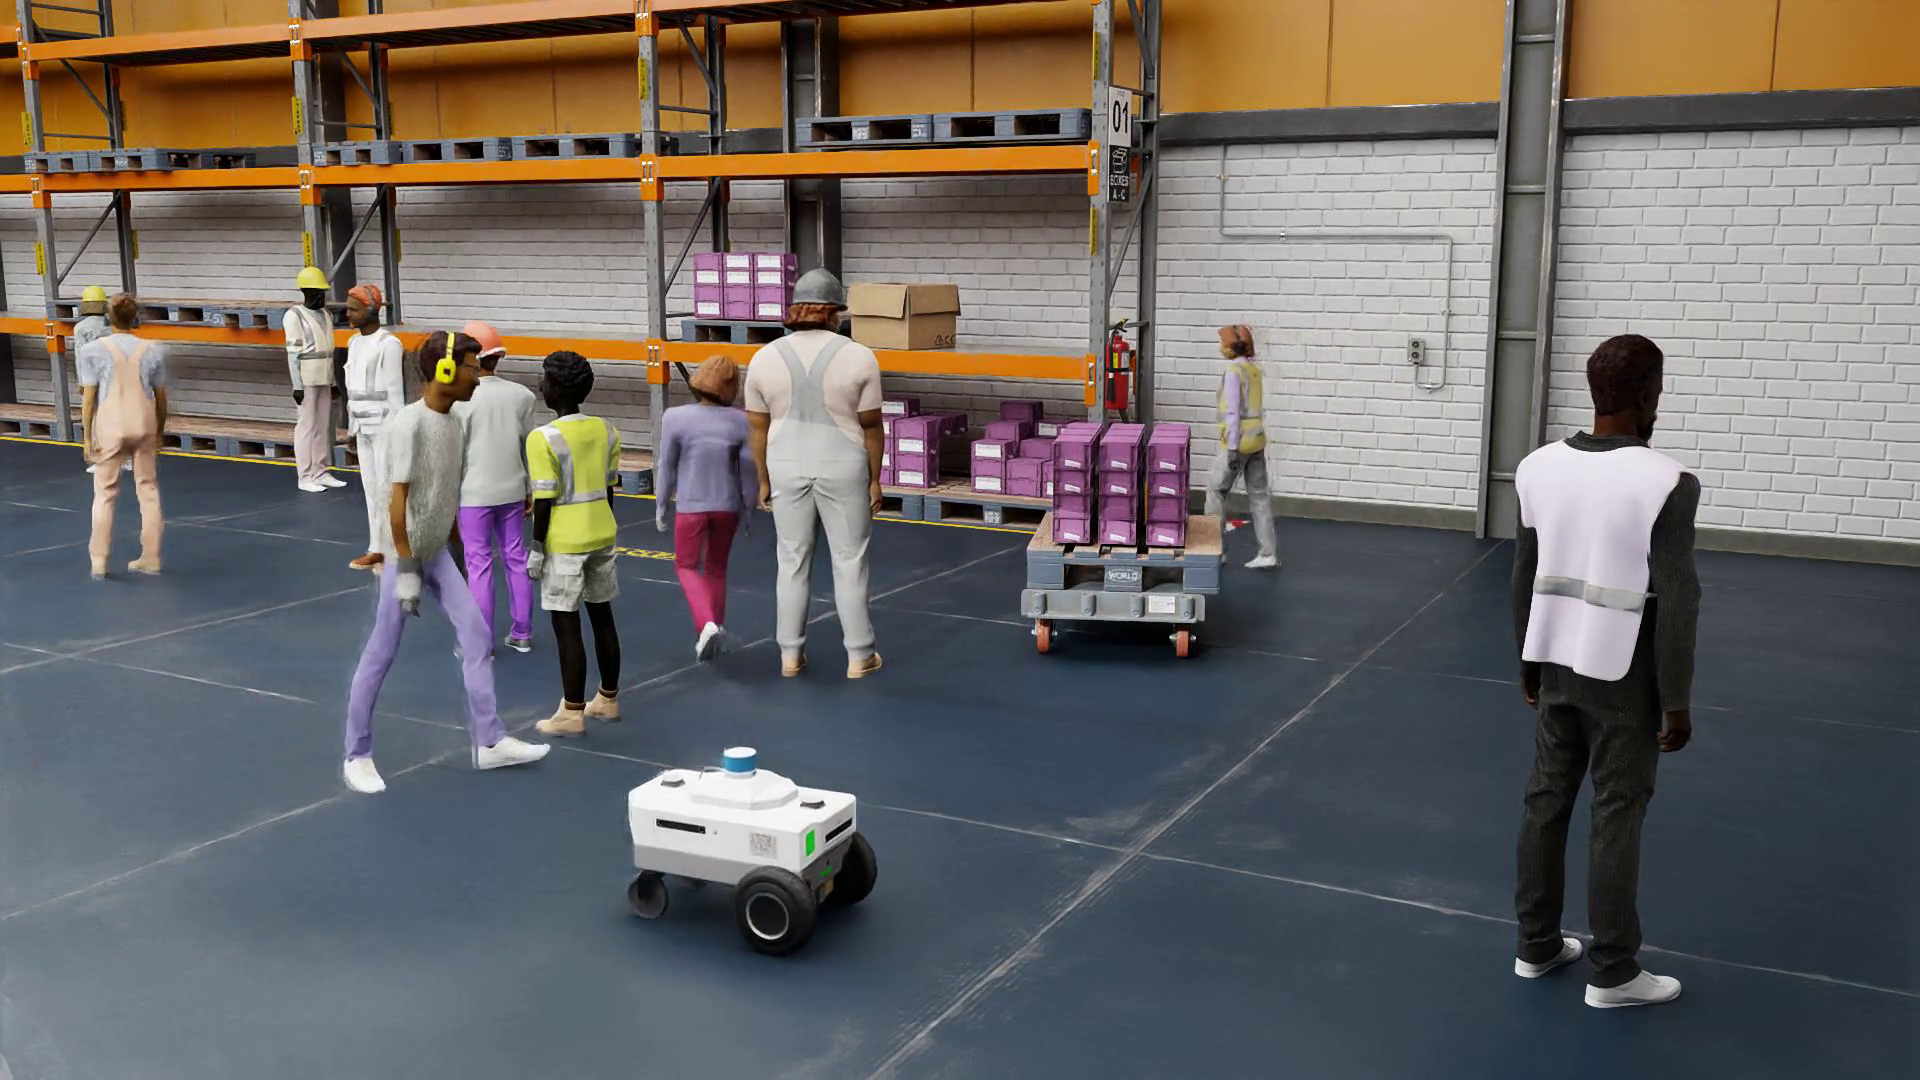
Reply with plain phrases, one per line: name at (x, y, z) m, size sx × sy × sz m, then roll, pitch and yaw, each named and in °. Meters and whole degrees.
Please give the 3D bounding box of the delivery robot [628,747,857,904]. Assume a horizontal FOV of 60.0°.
delivery robot at (-0.699, 0.907, 5.317) m, size 0.707 × 0.478 × 0.477 m, roll 5°, pitch 11°, yaw 23°

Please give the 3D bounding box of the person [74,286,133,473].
person at (-7.981, -1.492, 15.495) m, size 0.325 × 1.736 × 0.486 m, roll 8°, pitch 13°, yaw 36°

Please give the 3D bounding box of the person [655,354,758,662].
person at (-1.283, -0.146, 8.478) m, size 0.525 × 1.597 × 0.589 m, roll -4°, pitch 11°, yaw -19°

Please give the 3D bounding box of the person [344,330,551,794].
person at (-2.096, 0.083, 6.638) m, size 0.852 × 1.817 × 0.644 m, roll 2°, pitch 11°, yaw 10°

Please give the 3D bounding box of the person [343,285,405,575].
person at (-3.803, -0.716, 10.846) m, size 0.578 × 1.878 × 0.343 m, roll 10°, pitch 14°, yaw 43°

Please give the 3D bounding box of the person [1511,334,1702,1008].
person at (1.823, 0.376, 4.754) m, size 0.392 × 1.918 × 0.589 m, roll -6°, pitch 12°, yaw -30°

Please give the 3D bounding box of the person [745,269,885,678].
person at (-0.689, -0.331, 8.288) m, size 0.673 × 2.000 × 0.536 m, roll 2°, pitch 10°, yaw 9°

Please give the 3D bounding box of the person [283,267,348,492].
person at (-5.565, -1.385, 14.378) m, size 0.388 × 1.927 × 0.589 m, roll 2°, pitch 11°, yaw 13°

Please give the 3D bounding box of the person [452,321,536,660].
person at (-2.457, -0.255, 8.650) m, size 0.325 × 1.753 × 0.572 m, roll 9°, pitch 13°, yaw 40°

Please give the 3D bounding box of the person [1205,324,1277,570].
person at (1.797, -0.594, 10.864) m, size 0.659 × 1.610 × 0.560 m, roll 7°, pitch 13°, yaw 34°

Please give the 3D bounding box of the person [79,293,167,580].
person at (-5.339, -0.657, 10.650) m, size 0.531 × 1.833 × 0.412 m, roll -7°, pitch 13°, yaw -35°

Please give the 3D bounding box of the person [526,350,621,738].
person at (-1.698, 0.018, 7.312) m, size 0.317 × 1.700 × 0.537 m, roll 5°, pitch 12°, yaw 27°
